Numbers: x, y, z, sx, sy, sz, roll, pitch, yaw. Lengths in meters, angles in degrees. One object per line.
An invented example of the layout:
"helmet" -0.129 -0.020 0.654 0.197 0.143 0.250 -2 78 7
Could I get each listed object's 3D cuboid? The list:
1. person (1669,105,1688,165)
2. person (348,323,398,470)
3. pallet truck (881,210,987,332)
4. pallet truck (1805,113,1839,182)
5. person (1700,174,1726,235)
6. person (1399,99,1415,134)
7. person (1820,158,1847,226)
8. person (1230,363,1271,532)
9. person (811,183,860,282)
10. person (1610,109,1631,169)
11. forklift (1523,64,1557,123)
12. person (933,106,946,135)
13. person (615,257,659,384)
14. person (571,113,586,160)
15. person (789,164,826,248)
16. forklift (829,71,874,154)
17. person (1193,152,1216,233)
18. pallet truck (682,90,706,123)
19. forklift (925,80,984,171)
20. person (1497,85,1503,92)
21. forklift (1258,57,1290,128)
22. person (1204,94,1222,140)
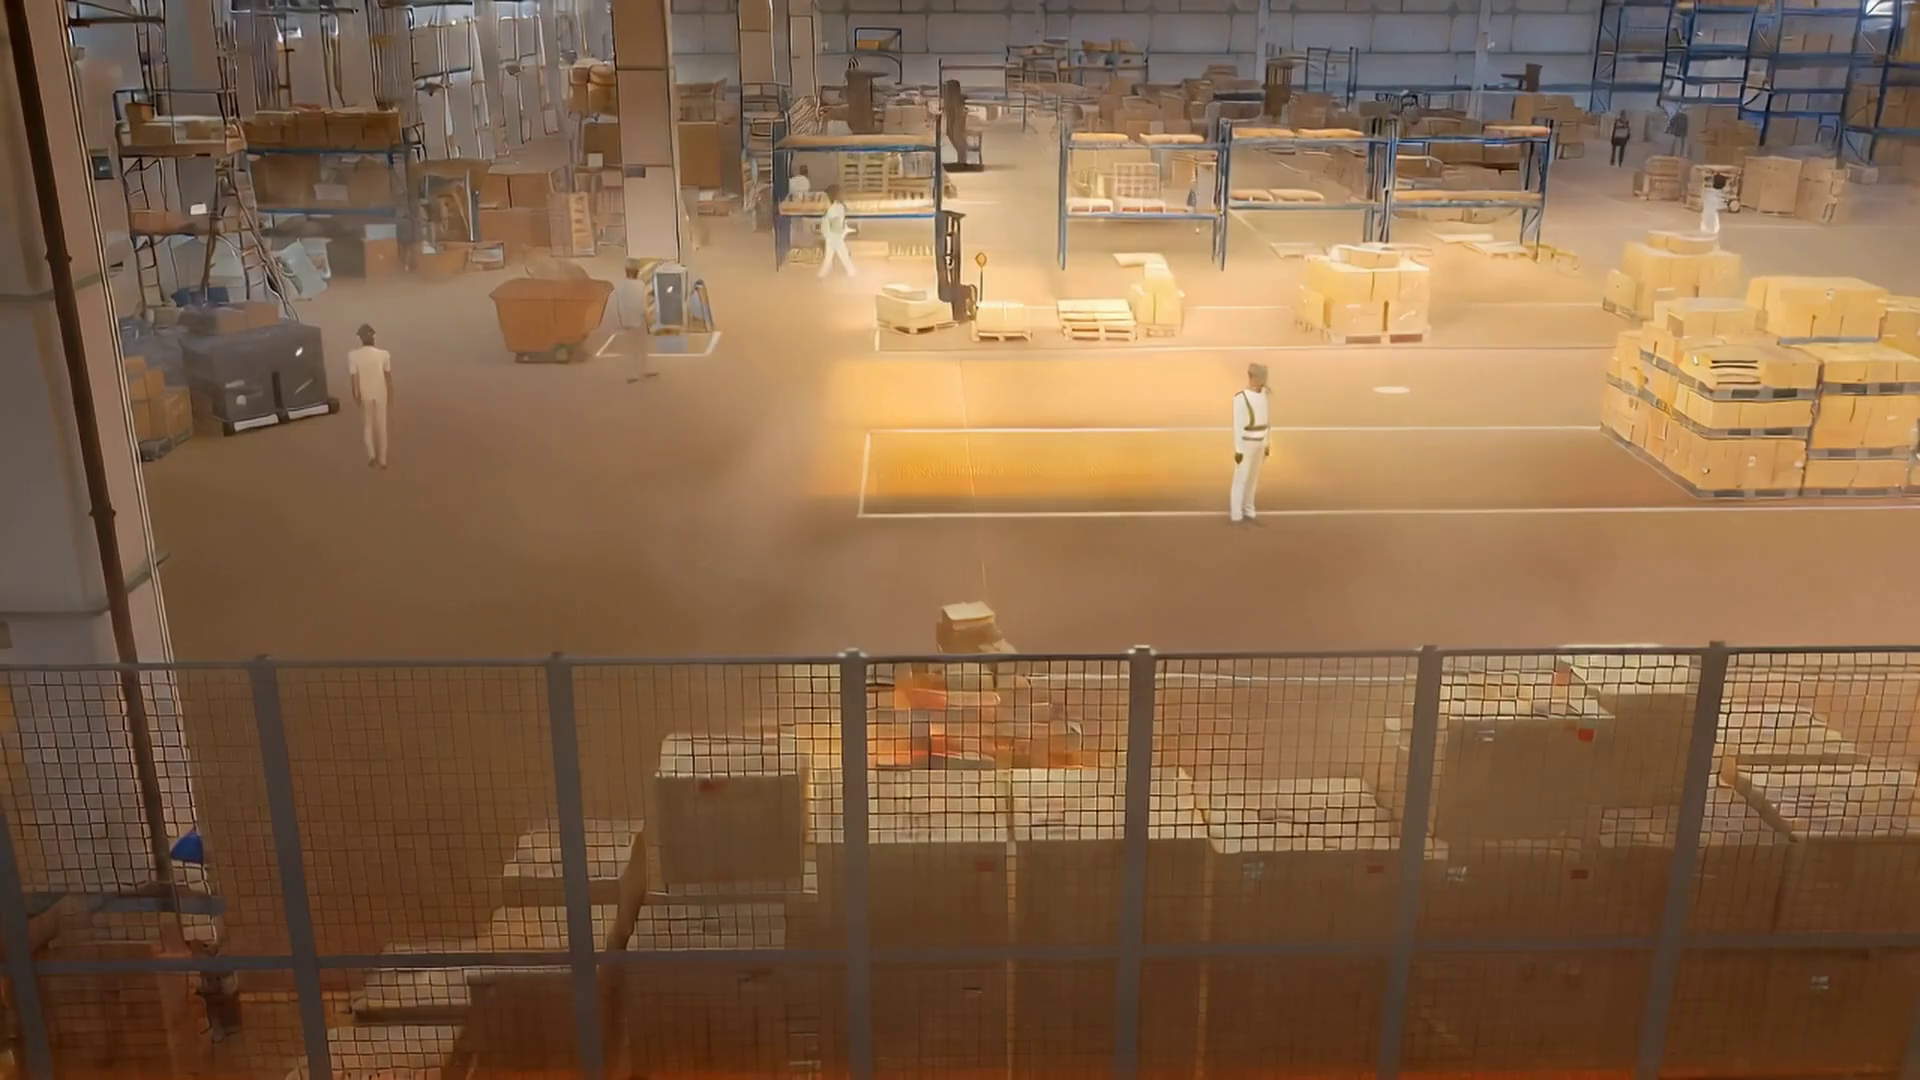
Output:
"person" 23.867 -13.399 55.080 0.637 1.950 0.838 -4 19 -11
"person" -7.300 -1.794 20.774 0.522 1.855 0.401 -5 19 -14
"pallet truck" -0.493 -4.759 29.349 1.885 1.965 0.823 -13 23 -34
"pallet truck" 26.403 -11.957 50.702 0.823 1.965 1.885 6 19 16
"person" 16.136 -6.874 35.699 0.377 1.956 0.606 -3 19 -10
"person" 16.025 -14.871 59.626 0.621 1.819 0.839 -6 19 -17
"person" 21.848 -8.693 41.511 0.533 1.686 0.335 -8 20 -24
"person" 3.243 -1.039 18.490 0.573 1.883 0.354 -17 25 -41
"person" -2.515 -6.253 33.714 1.008 2.000 0.692 -1 19 -2
"person" 21.461 -13.053 54.089 0.592 1.912 0.383 2 19 6
"forklift" 21.841 -16.790 63.680 1.873 2.768 1.129 0 19 -1
"person" -0.676 -14.419 58.538 0.846 1.659 0.530 18 25 42
"person" -4.907 -3.360 25.335 0.622 1.900 0.751 7 20 21
"person" -12.732 -13.562 55.614 0.599 1.894 0.848 1 19 4
"person" -3.555 -7.646 38.089 1.005 1.885 0.643 -16 24 -39
"forklift" -3.629 -15.158 58.838 1.873 2.768 1.129 9 21 25
"person" 5.955 -8.392 40.219 0.635 1.936 0.353 -1 19 -2
"pallet truck" -9.671 -15.907 62.421 0.823 1.965 1.885 5 19 15
"forklift" -0.204 -13.247 53.168 1.873 2.768 1.129 -1 19 -3
"person" 21.452 -17.132 66.188 0.549 1.918 0.757 9 21 25
"forklift" 13.132 -18.622 69.114 1.129 2.768 1.873 -1 19 -1
"person" 9.244 -15.330 60.859 0.636 1.903 0.997 4 19 11
